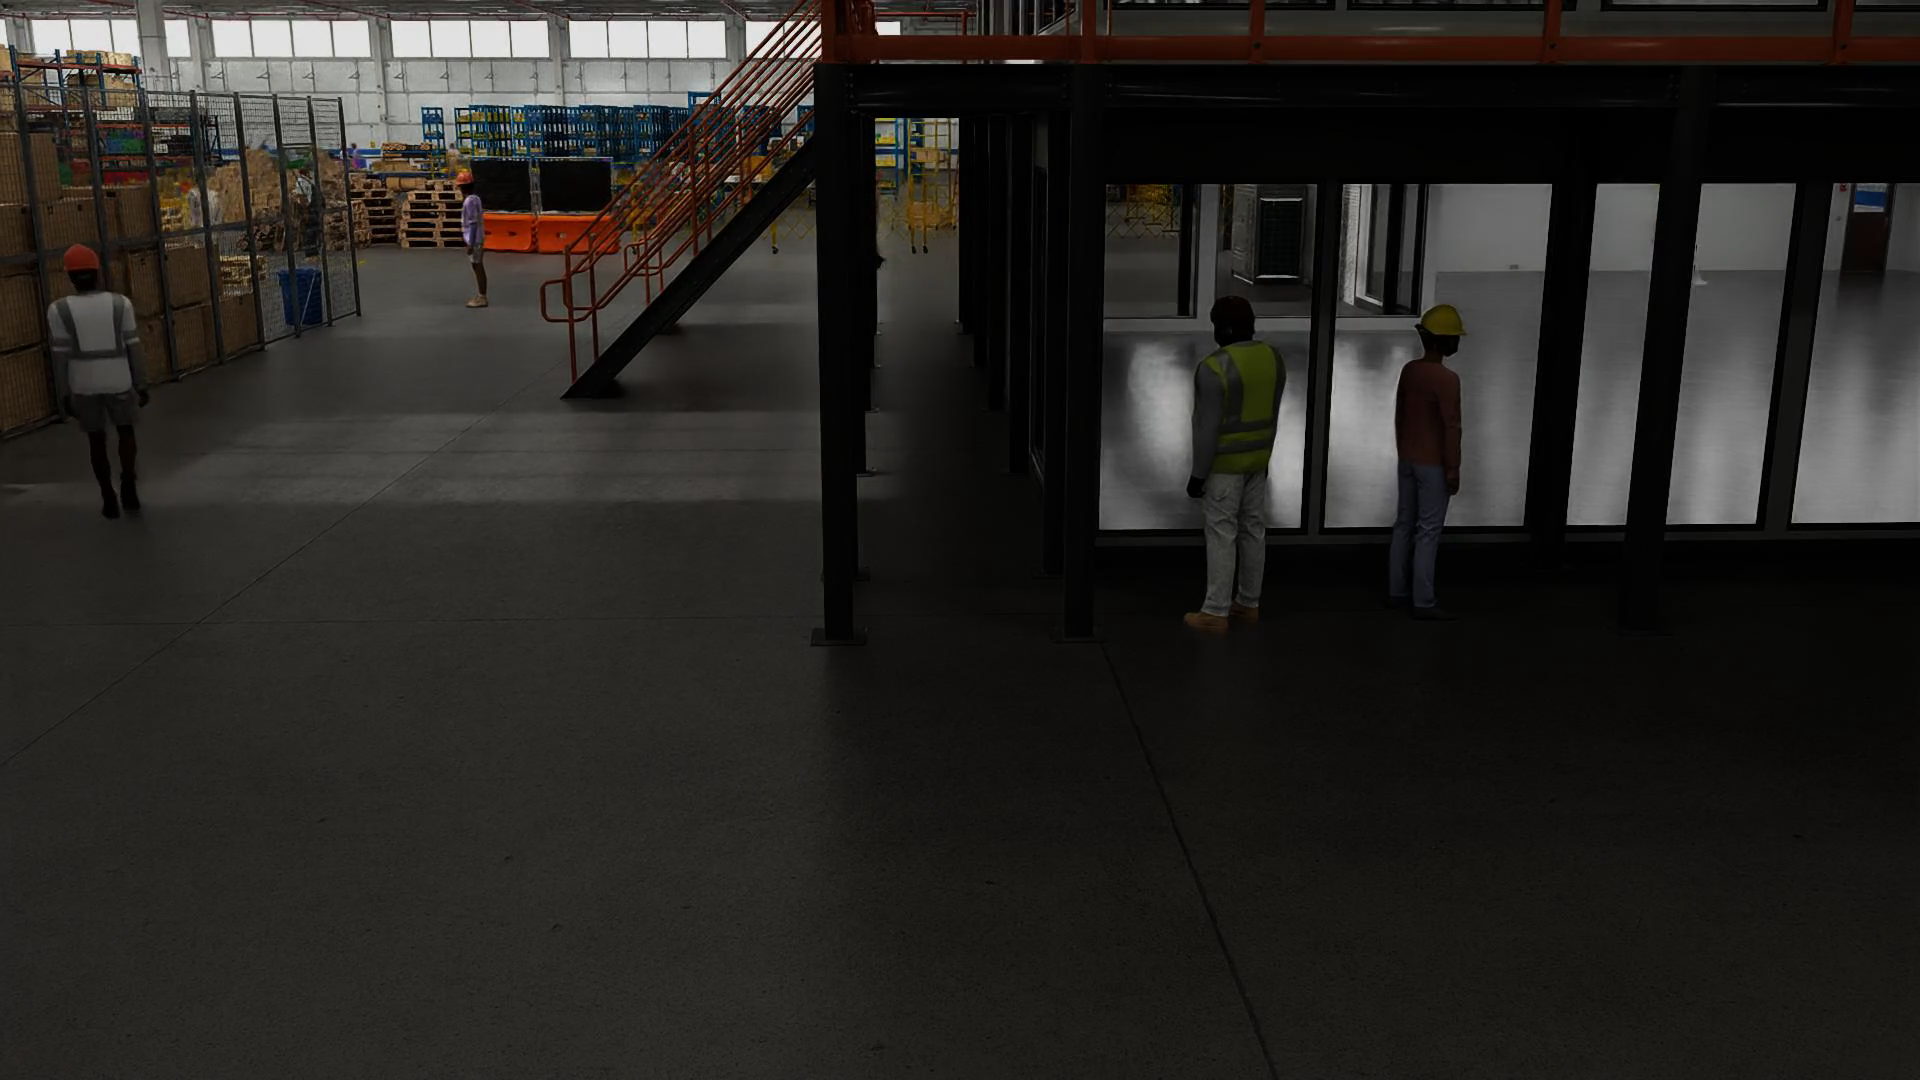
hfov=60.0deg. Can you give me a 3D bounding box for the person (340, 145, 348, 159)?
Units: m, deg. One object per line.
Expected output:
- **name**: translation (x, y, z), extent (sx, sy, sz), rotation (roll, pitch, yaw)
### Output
- **person**: translation (-30.572, -18.747, 82.544), extent (0.327, 1.753, 0.562), rotation (4, 15, 15)

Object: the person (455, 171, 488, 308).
- **person**: translation (-7.386, -4.538, 25.175), extent (0.395, 2.040, 0.609), rotation (-2, 14, -8)

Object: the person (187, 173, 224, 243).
- **person**: translation (-13.764, -5.762, 30.376), extent (0.998, 1.896, 0.641), rotation (6, 15, 23)

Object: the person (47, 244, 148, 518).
- **person**: translation (-6.048, -1.108, 11.701), extent (0.579, 1.920, 0.399), rotation (-9, 17, -31)

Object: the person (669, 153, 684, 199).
- **person**: translation (-8.899, -11.278, 52.460), extent (0.539, 1.869, 0.313), rotation (-8, 16, -29)

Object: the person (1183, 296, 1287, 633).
- **person**: translation (1.472, -0.410, 9.091), extent (0.623, 1.839, 0.429), rotation (-12, 18, -39)

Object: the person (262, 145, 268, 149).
- **person**: translation (-27.795, -14.818, 66.497), extent (0.507, 1.921, 0.631), rotation (-6, 15, -23)

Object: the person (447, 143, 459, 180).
- **person**: translation (-23.520, -17.465, 77.132), extent (0.679, 1.891, 0.430), rotation (-13, 19, -43)

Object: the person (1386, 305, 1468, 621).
- **person**: translation (2.634, -0.431, 9.317), extent (0.313, 1.767, 0.534), rotation (-5, 15, -18)

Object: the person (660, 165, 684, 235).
- **person**: translation (-7.184, -8.455, 41.427), extent (0.800, 1.733, 0.547), rotation (2, 14, 10)

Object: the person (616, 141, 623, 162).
- **person**: translation (-18.715, -20.832, 90.779), extent (0.586, 1.801, 0.829), rotation (1, 14, 4)

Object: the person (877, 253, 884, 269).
- **person**: translation (-1.746, -5.924, 30.956), extent (0.499, 1.918, 0.559), rotation (-4, 15, -17)

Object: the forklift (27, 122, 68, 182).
- **forklift**: translation (-35.376, -14.773, 64.377), extent (1.129, 2.768, 1.873), rotation (-1, 14, -2)

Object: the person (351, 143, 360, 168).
- **person**: translation (-29.315, -18.353, 80.811), extent (0.549, 1.829, 0.595), rotation (-5, 15, -18)

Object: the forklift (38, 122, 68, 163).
- **forklift**: translation (-37.733, -16.004, 69.296), extent (1.129, 2.768, 1.873), rotation (-1, 14, -2)

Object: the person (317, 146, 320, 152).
- **person**: translation (-28.787, -16.730, 74.359), extent (0.605, 1.812, 0.596), rotation (-1, 14, -2)

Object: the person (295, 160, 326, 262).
- **person**: translation (-13.130, -6.678, 33.728), extent (0.536, 2.000, 0.682), rotation (0, 14, -1)

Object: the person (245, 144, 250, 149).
- **person**: translation (-37.499, -20.006, 87.646), extent (0.552, 1.726, 0.497), rotation (8, 16, 30)
